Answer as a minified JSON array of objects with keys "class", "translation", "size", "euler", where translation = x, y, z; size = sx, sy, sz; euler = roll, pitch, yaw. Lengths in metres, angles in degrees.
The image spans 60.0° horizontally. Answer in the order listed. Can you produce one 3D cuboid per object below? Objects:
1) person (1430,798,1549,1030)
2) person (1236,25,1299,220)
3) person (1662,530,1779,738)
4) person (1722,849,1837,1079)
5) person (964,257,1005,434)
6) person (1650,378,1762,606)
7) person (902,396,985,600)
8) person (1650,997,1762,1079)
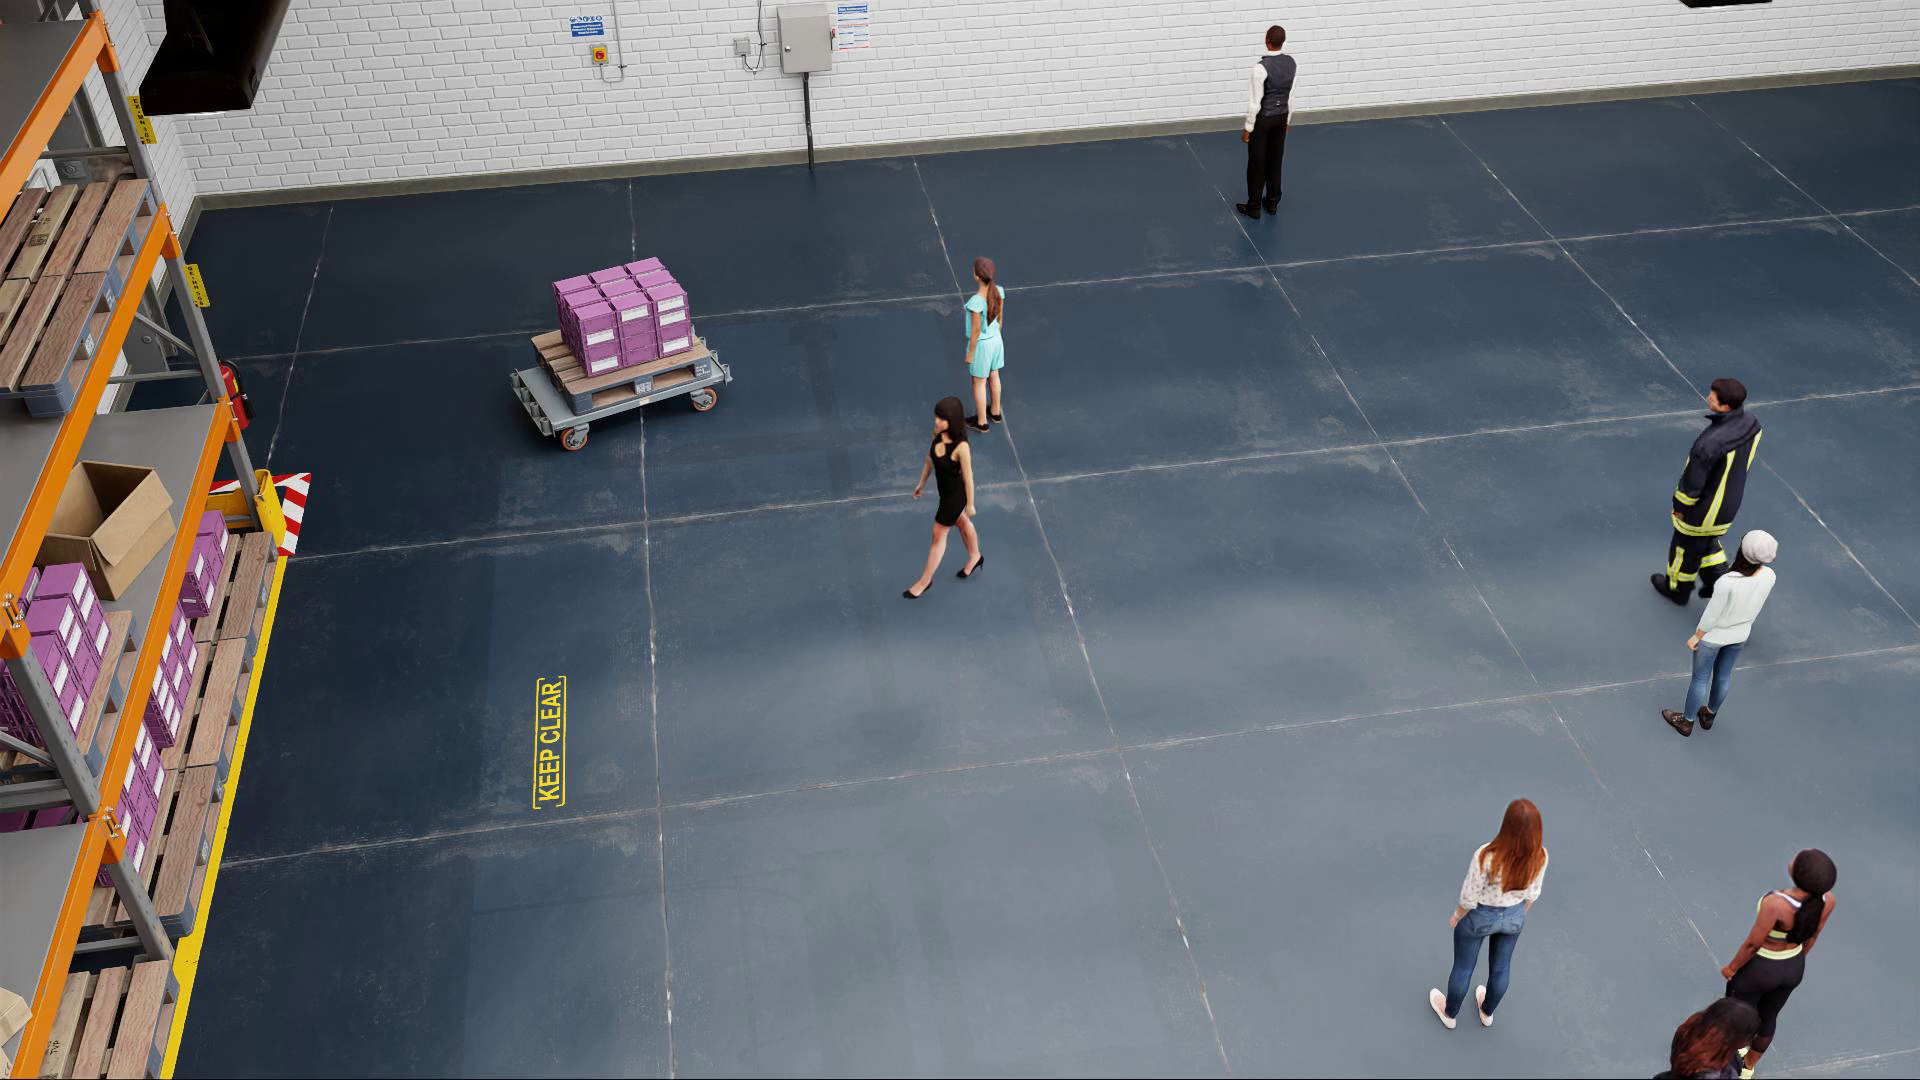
[{"class":"person","translation":[2.827,1.989,8.813],"size":[0.593,1.729,0.536],"euler":[-2,39,-3]},{"class":"person","translation":[3.009,-4.084,16.267],"size":[0.755,1.917,0.682],"euler":[-17,42,-20]},{"class":"person","translation":[4.889,0.584,10.639],"size":[0.585,1.645,0.526],"euler":[-10,40,-12]},{"class":"person","translation":[4.146,2.205,8.523],"size":[0.558,1.753,0.511],"euler":[-5,39,-6]},{"class":"person","translation":[0.197,-1.586,13.426],"size":[0.688,1.558,0.643],"euler":[29,47,31]},{"class":"person","translation":[5.255,-0.262,11.494],"size":[0.963,1.901,0.997],"euler":[-22,44,-25]},{"class":"person","translation":[0.017,-0.347,11.827],"size":[0.802,1.618,0.942],"euler":[-17,42,-20]},{"class":"person","translation":[3.363,2.731,7.987],"size":[0.990,1.601,1.108],"euler":[10,40,12]}]
